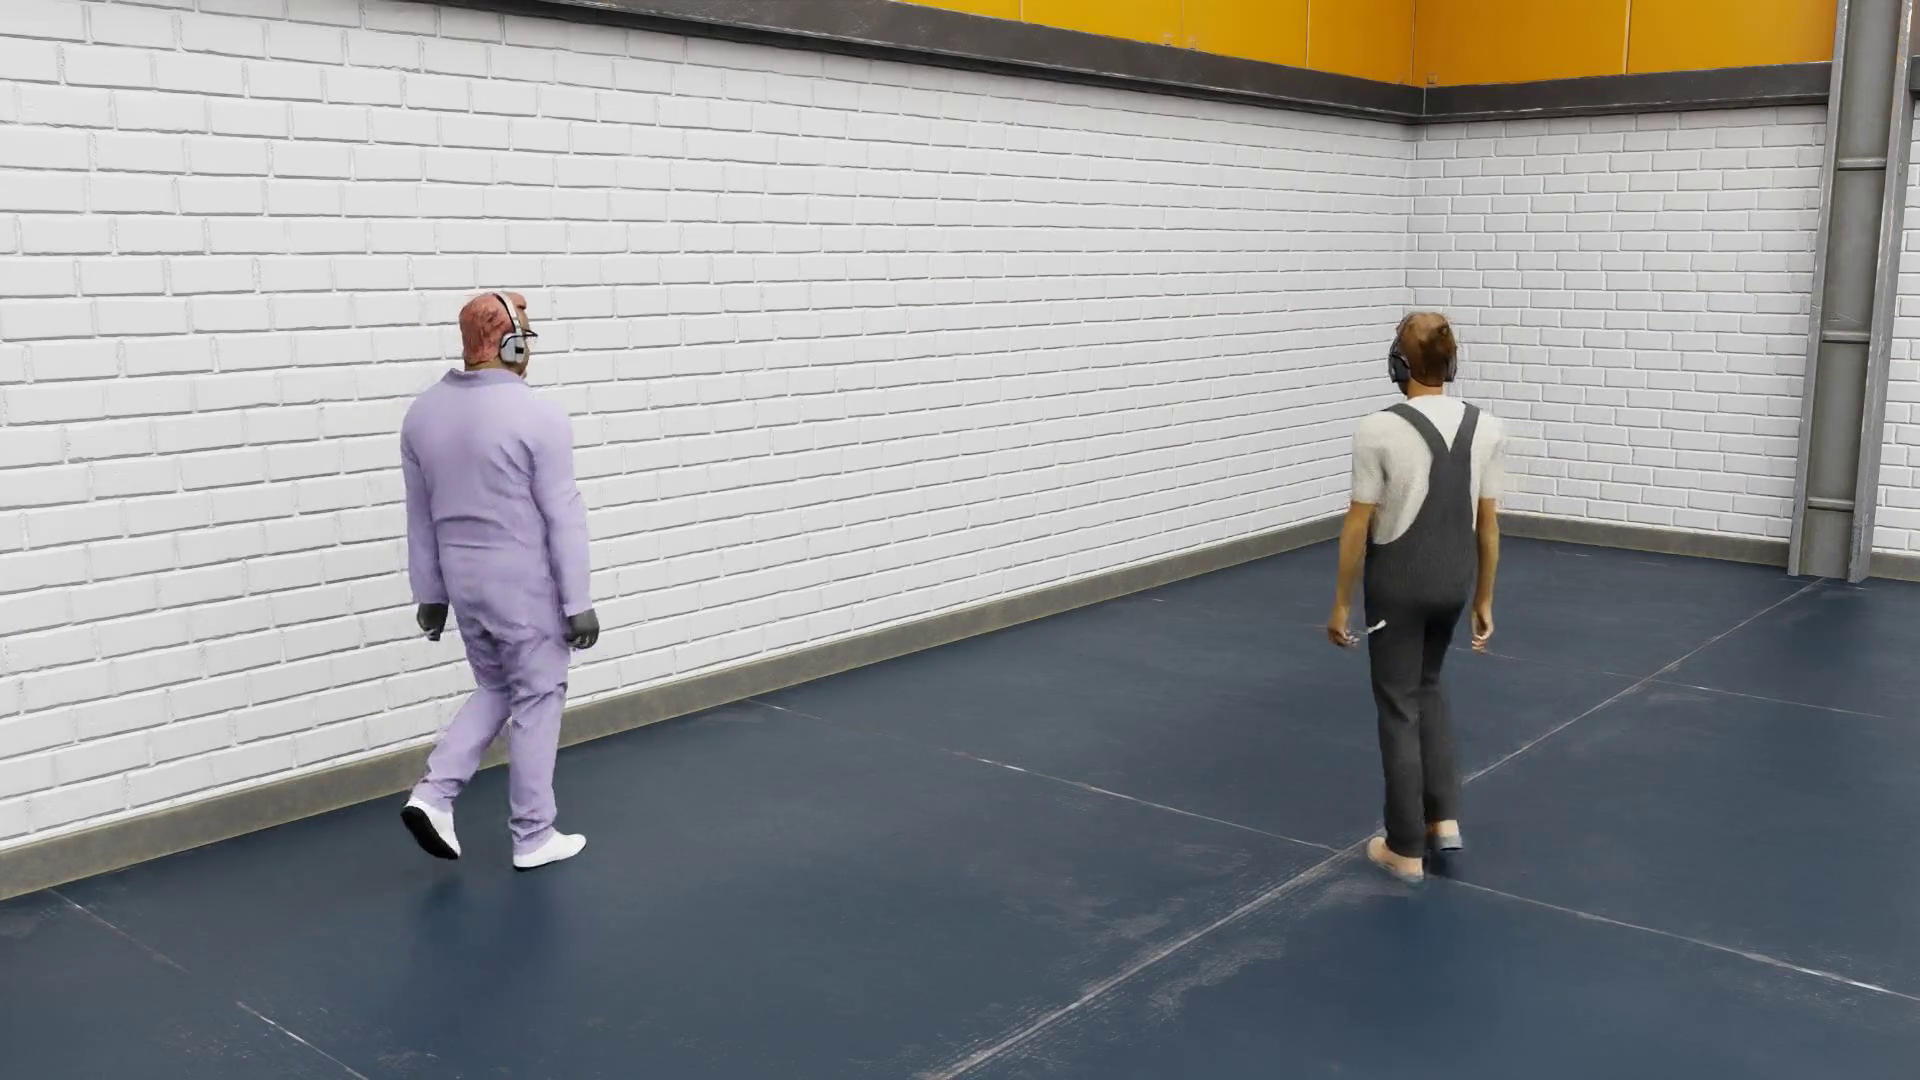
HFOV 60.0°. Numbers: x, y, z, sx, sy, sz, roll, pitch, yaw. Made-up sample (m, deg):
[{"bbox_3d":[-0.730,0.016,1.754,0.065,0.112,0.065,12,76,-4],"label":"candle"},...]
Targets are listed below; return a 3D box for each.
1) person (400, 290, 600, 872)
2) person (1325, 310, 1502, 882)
[{"bbox_3d":[-1.466,0.161,5.292,0.648,1.891,0.514,6,12,31],"label":"person"},{"bbox_3d":[1.443,0.186,5.340,0.505,1.831,0.414,-4,11,-20],"label":"person"}]
